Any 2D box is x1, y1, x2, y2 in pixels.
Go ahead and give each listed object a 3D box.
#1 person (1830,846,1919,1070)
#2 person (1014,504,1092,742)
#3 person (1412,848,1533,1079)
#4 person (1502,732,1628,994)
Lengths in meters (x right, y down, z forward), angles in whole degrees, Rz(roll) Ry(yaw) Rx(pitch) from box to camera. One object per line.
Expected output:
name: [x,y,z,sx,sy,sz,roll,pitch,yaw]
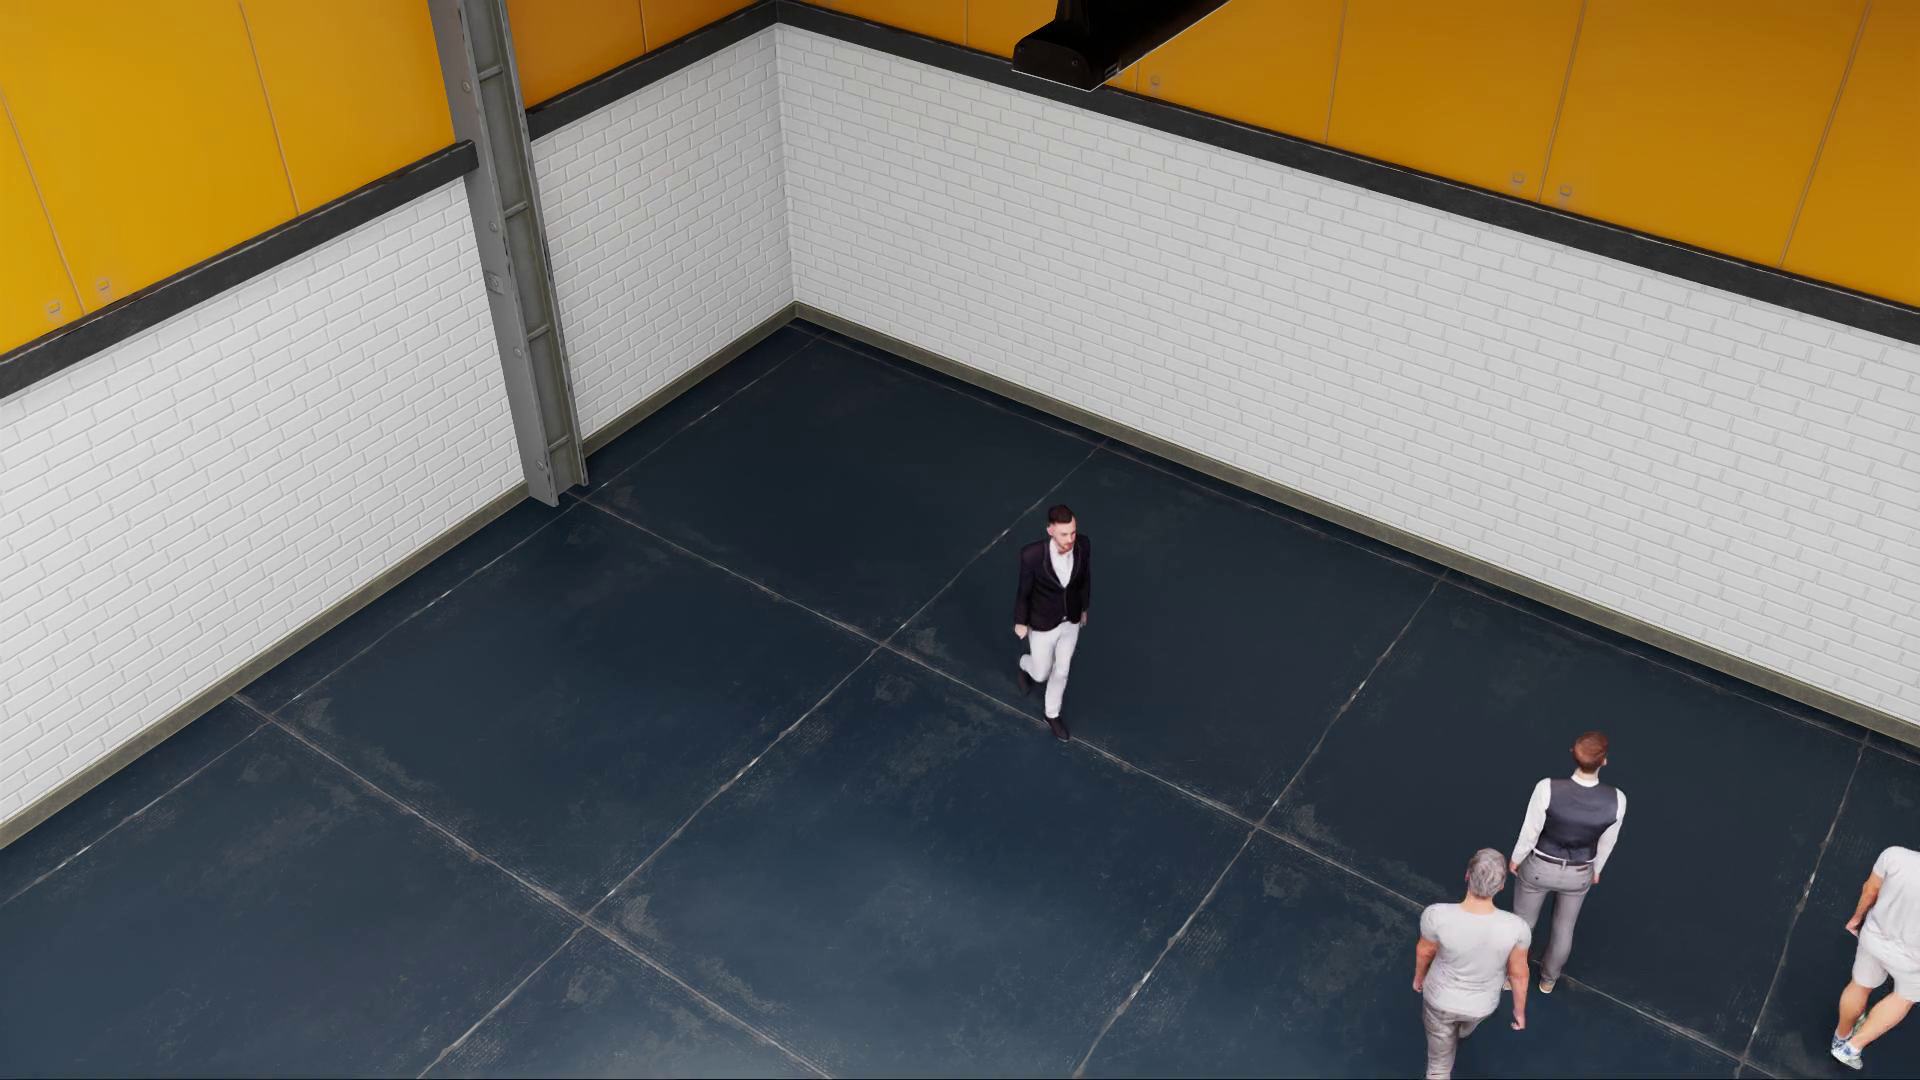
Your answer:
person: [4.881,2.156,8.697,0.866,1.849,0.802,-28,47,-31]
person: [0.574,0.462,10.835,0.965,1.828,0.994,-13,41,-16]
person: [2.537,2.420,8.448,1.095,1.749,1.329,9,39,11]
person: [3.274,1.780,9.094,0.736,1.942,0.711,8,39,10]
